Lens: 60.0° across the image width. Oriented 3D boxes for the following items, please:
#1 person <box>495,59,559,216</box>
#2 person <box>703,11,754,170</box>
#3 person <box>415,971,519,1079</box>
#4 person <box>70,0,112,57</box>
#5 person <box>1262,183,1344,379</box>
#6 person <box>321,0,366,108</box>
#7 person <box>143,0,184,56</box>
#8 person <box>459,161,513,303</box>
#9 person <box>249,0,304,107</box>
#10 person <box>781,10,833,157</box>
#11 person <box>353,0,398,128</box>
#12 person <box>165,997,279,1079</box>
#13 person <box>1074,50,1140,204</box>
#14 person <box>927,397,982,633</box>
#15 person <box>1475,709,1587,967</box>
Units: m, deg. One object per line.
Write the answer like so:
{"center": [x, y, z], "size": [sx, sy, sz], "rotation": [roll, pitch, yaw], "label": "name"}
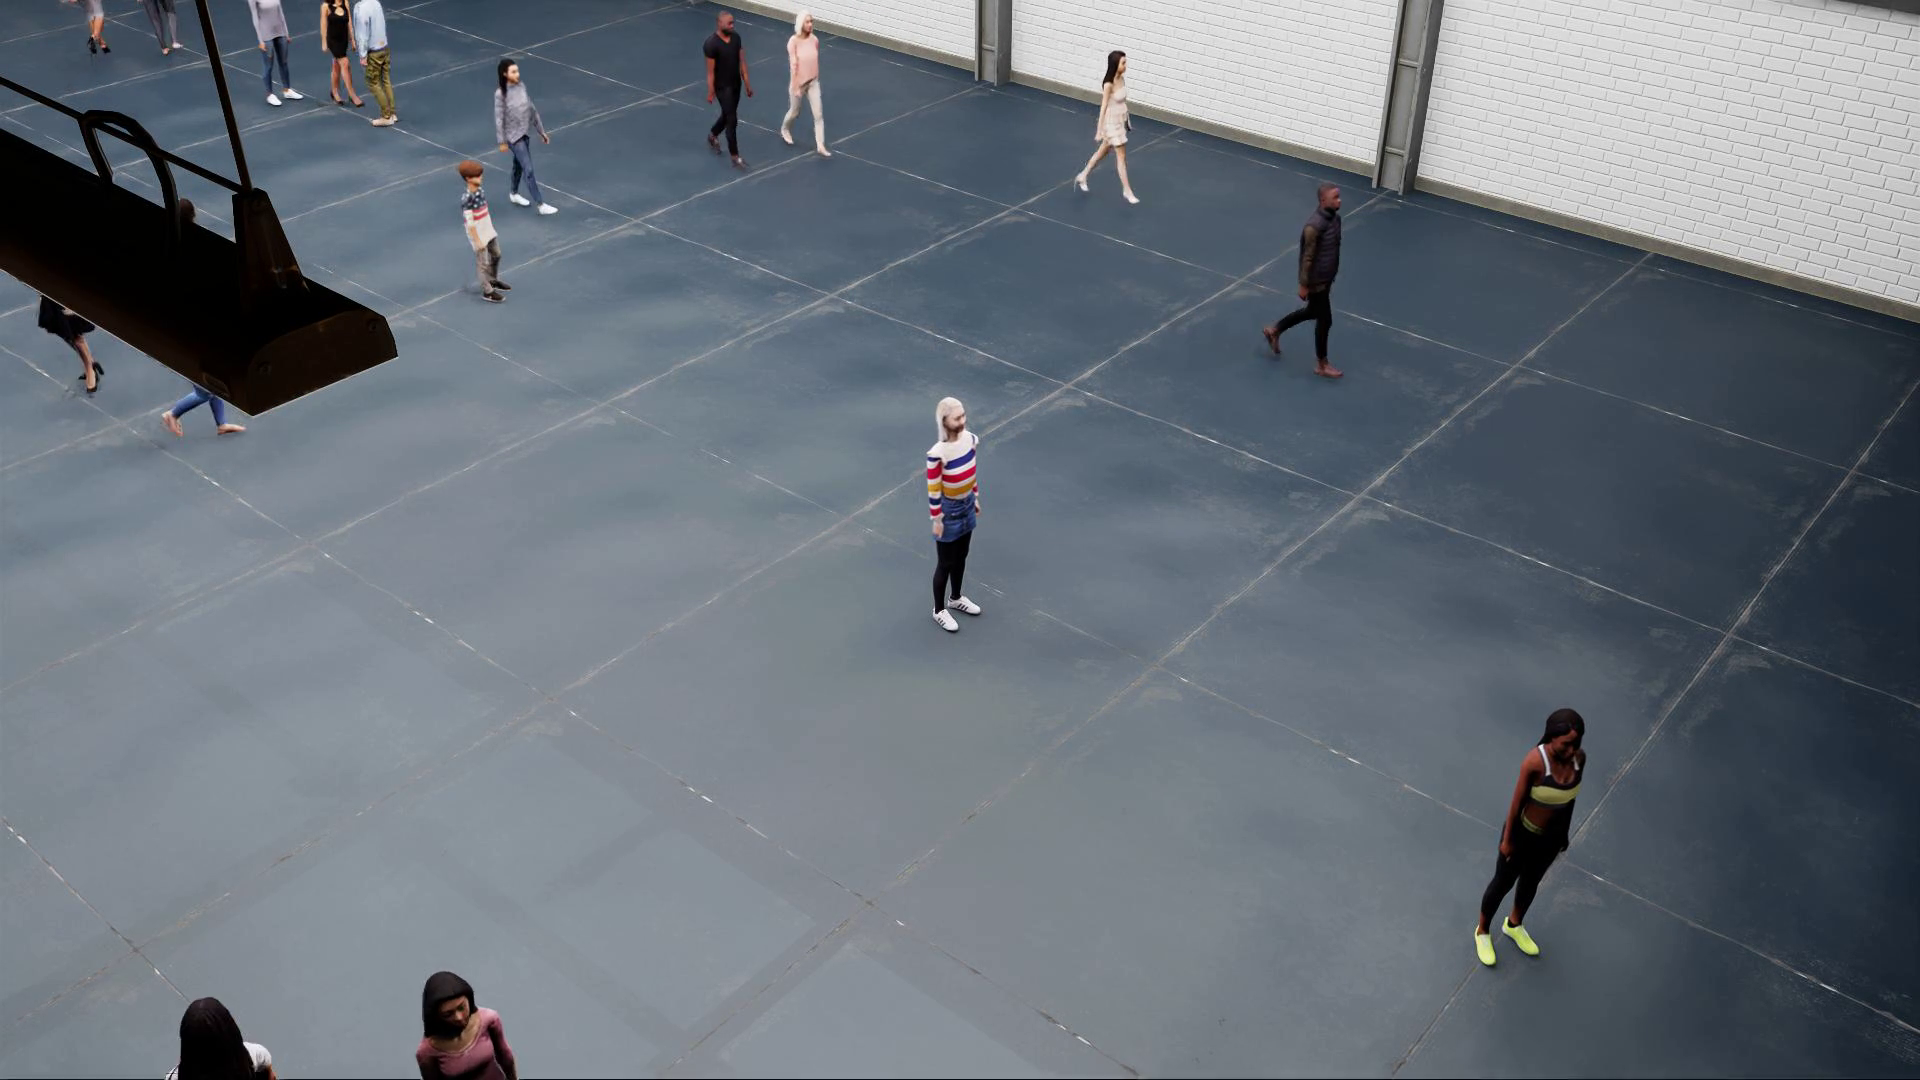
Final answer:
{"center": [-4.942, -4.462, 18.351], "size": [1.093, 1.697, 0.754], "rotation": [16, 37, 23], "label": "person"}
{"center": [-2.788, -5.328, 19.573], "size": [1.096, 1.786, 0.672], "rotation": [27, 42, 34], "label": "person"}
{"center": [-2.276, 2.574, 7.731], "size": [0.668, 1.734, 0.693], "rotation": [-23, 40, -30], "label": "person"}
{"center": [-12.035, -7.478, 22.831], "size": [0.921, 1.760, 1.006], "rotation": [-5, 34, -7], "label": "person"}
{"center": [3.180, -2.381, 15.115], "size": [1.121, 1.812, 0.746], "rotation": [22, 39, 29], "label": "person"}
{"center": [-8.019, -6.353, 21.277], "size": [0.856, 1.607, 0.650], "rotation": [22, 39, 29], "label": "person"}
{"center": [-11.170, -7.580, 22.991], "size": [0.744, 1.752, 0.786], "rotation": [-7, 34, -10], "label": "person"}
{"center": [-4.791, -3.073, 16.494], "size": [0.631, 1.439, 0.618], "rotation": [10, 35, 14], "label": "person"}
{"center": [-8.849, -6.472, 21.347], "size": [0.587, 1.727, 0.625], "rotation": [21, 39, 29], "label": "person"}
{"center": [-1.914, -5.464, 19.867], "size": [0.757, 1.688, 1.166], "rotation": [-24, 40, -31], "label": "person"}
{"center": [-7.292, -6.080, 20.685], "size": [0.747, 1.808, 0.787], "rotation": [16, 37, 23], "label": "person"}
{"center": [-3.176, 2.766, 7.415], "size": [0.700, 1.764, 0.696], "rotation": [-16, 37, -23], "label": "person"}
{"center": [1.622, -4.612, 18.578], "size": [1.087, 1.695, 0.737], "rotation": [18, 37, 24], "label": "person"}
{"center": [-0.051, -0.203, 11.845], "size": [0.504, 1.806, 0.646], "rotation": [25, 41, 33], "label": "person"}
{"center": [3.159, 1.611, 9.163], "size": [0.639, 1.753, 0.674], "rotation": [-8, 34, -12], "label": "person"}
